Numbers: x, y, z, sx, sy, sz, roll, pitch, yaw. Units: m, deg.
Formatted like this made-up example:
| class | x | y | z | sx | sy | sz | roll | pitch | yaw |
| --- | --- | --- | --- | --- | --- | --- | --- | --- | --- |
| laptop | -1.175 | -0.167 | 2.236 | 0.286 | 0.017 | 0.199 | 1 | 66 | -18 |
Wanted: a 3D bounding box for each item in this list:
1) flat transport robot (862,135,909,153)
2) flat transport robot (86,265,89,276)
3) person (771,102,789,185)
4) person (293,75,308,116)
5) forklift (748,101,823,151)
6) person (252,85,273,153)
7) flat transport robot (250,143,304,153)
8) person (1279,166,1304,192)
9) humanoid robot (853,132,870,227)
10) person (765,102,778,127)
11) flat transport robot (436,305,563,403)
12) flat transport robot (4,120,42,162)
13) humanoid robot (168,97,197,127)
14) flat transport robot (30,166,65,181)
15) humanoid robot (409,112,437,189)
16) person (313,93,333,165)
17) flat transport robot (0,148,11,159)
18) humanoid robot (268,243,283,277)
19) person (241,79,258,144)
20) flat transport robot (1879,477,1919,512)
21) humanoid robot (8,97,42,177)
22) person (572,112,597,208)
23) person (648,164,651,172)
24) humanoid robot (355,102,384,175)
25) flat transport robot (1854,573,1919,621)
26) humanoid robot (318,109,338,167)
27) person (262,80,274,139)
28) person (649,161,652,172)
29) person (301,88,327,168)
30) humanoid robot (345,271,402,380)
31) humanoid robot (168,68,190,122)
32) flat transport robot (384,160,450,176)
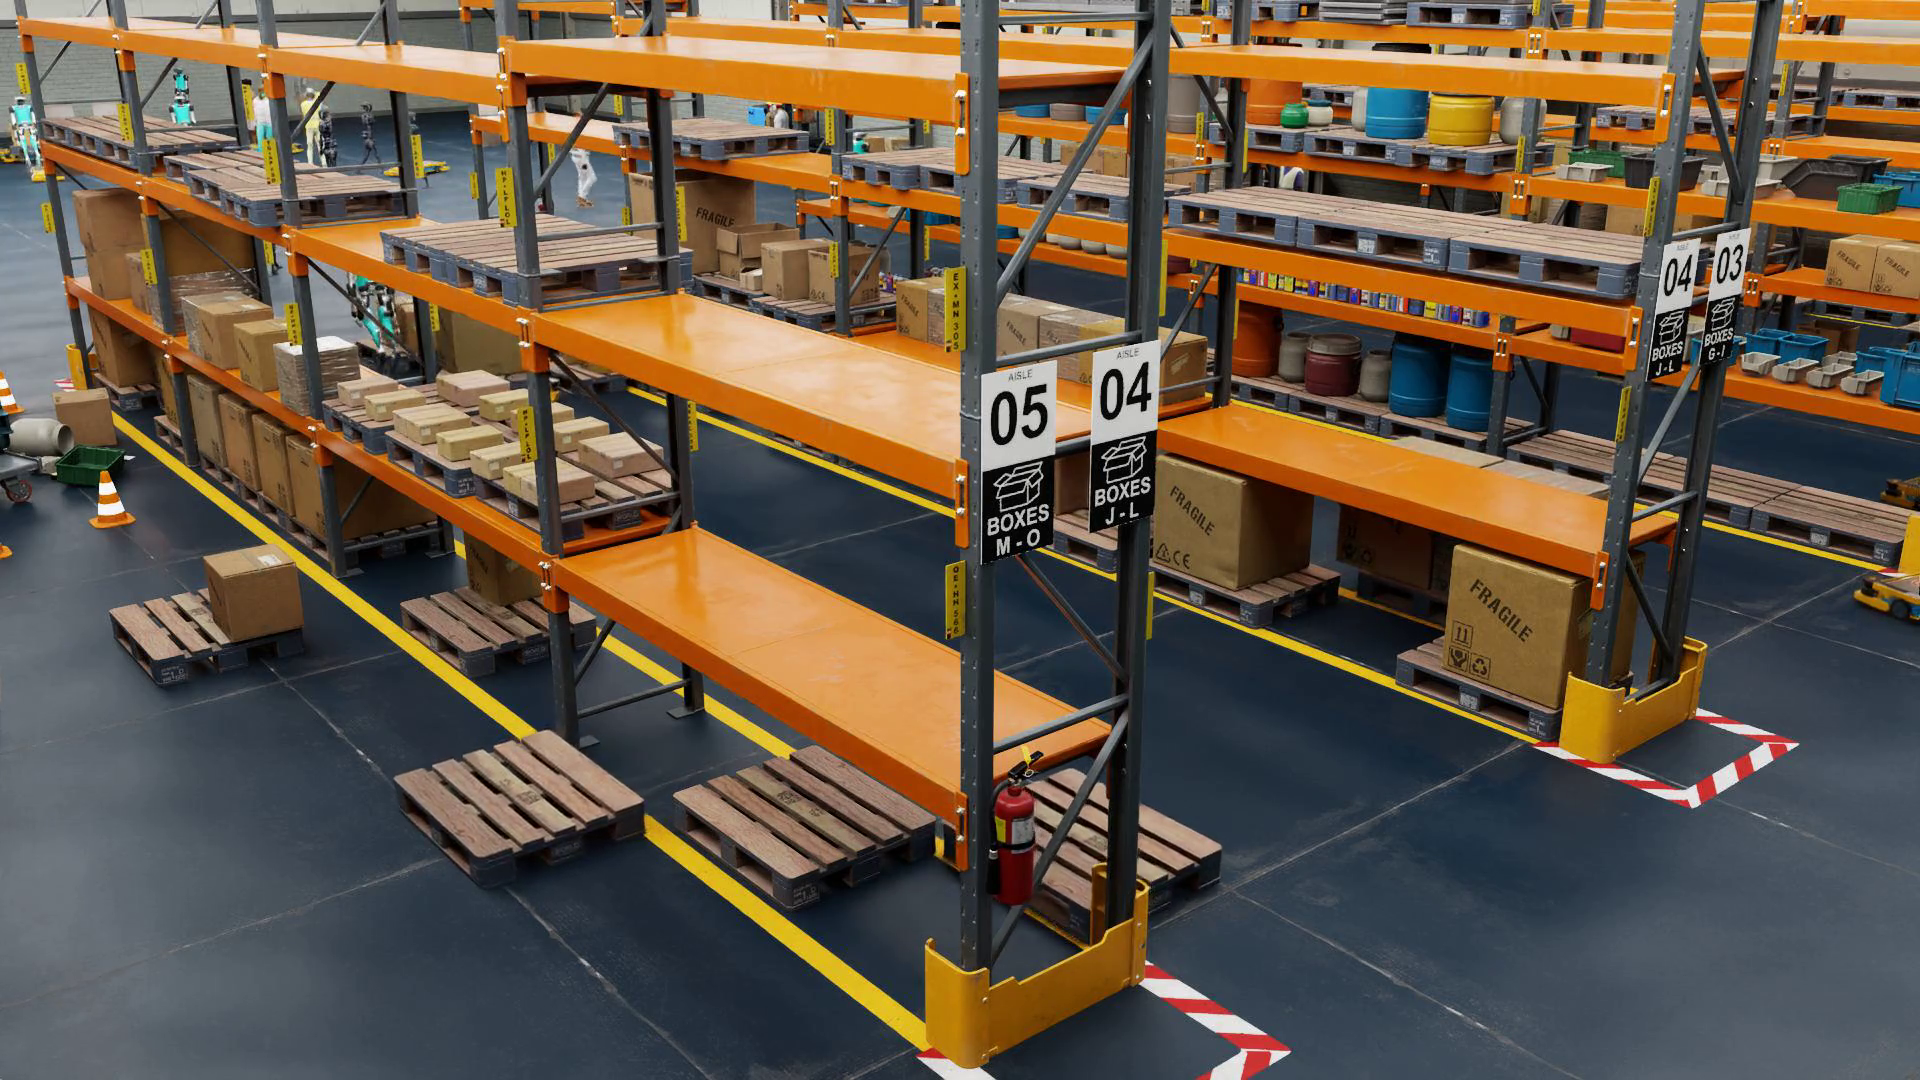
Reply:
| class | x | y | z | sx | sy | sz | roll | pitch | yaw |
| --- | --- | --- | --- | --- | --- | --- | --- | --- | --- |
| flat transport robot | -1.742 | -8.204 | 37.285 | 1.431 | 0.231 | 0.659 | -8 | 21 | -21 |
| flat transport robot | -12.159 | -3.761 | 24.639 | 0.659 | 0.231 | 1.431 | 16 | 25 | 38 |
| person | -3.906 | -8.703 | 36.274 | 0.378 | 1.889 | 0.575 | 5 | 20 | 15 |
| person | -19.232 | -13.000 | 48.536 | 0.517 | 1.866 | 0.452 | 16 | 25 | 37 |
| forklift | -4.526 | -11.368 | 42.374 | 1.129 | 2.768 | 1.873 | -15 | 24 | -37 |
| person | -16.571 | -9.847 | 39.560 | 0.530 | 1.863 | 0.949 | -3 | 20 | -10 |
| flat transport robot | -17.463 | -9.903 | 42.121 | 1.431 | 0.231 | 0.659 | 2 | 19 | 6 |
| person | 5.388 | -5.478 | 27.155 | 0.394 | 1.841 | 0.562 | -7 | 21 | -20 |
| humanoid robot | -1.623 | -6.675 | 30.787 | 0.898 | 1.807 | 0.552 | -18 | 26 | -41 |
| person | -4.180 | -9.104 | 37.590 | 0.405 | 1.763 | 0.531 | 13 | 23 | 32 |
| flat transport robot | -5.210 | -1.614 | 18.530 | 1.431 | 0.231 | 0.659 | -1 | 19 | -3 |
| flat transport robot | -22.482 | -9.373 | 40.612 | 1.431 | 0.231 | 0.659 | -5 | 20 | -14 |
| humanoid robot | -17.546 | -9.149 | 37.758 | 0.548 | 1.760 | 0.912 | -12 | 23 | -31 |
| flat transport robot | -20.543 | -8.261 | 37.447 | 0.659 | 0.231 | 1.431 | -10 | 22 | -26 |
| humanoid robot | -11.666 | -8.313 | 35.577 | 0.737 | 1.642 | 0.601 | -5 | 20 | -15 |
| person | -15.365 | -9.892 | 39.943 | 0.526 | 1.688 | 0.967 | -10 | 22 | -27 |
| flat transport robot | -23.976 | -9.422 | 40.752 | 1.431 | 0.231 | 0.659 | -11 | 22 | -28 |
| humanoid robot | -10.848 | -4.988 | 26.032 | 0.599 | 1.638 | 0.606 | 5 | 20 | 15 |
| person | -17.866 | -10.707 | 42.014 | 0.402 | 1.856 | 0.791 | -18 | 26 | -41 |
| flat transport robot | 9.091 | -0.314 | 14.831 | 0.659 | 0.231 | 1.431 | -13 | 23 | -33 |
| humanoid robot | -21.015 | -9.039 | 37.505 | 0.537 | 1.804 | 0.795 | -12 | 23 | -31 |
| person | -7.442 | -7.504 | 32.874 | 0.433 | 1.872 | 0.591 | -10 | 22 | -26 |
| person | -6.039 | -7.596 | 33.344 | 0.471 | 1.741 | 0.328 | -9 | 21 | -24 |
| humanoid robot | -13.486 | -9.164 | 37.976 | 0.795 | 1.623 | 0.609 | -5 | 20 | -15 |
| flat transport robot | 7.498 | 0.555 | 12.357 | 0.659 | 0.231 | 1.431 | -8 | 21 | -22 |
| humanoid robot | -13.587 | -8.429 | 35.779 | 0.599 | 1.657 | 0.315 | 18 | 26 | 42 |
| person | -18.556 | -11.587 | 44.756 | 0.318 | 1.696 | 0.536 | -11 | 22 | -28 |
| person | -5.040 | -5.993 | 28.448 | 0.375 | 1.957 | 0.601 | 8 | 21 | 22 |
| person | -14.978 | -9.512 | 38.594 | 0.512 | 1.877 | 0.428 | -4 | 20 | -11 |
| humanoid robot | -6.695 | -2.592 | 19.153 | 0.538 | 1.801 | 0.762 | -14 | 24 | -35 |
| humanoid robot | -22.090 | -12.427 | 46.891 | 0.533 | 1.675 | 0.735 | 10 | 22 | 26 |
| flat transport robot | -12.482 | -8.539 | 38.238 | 0.659 | 0.231 | 1.431 | 10 | 22 | 26 |
